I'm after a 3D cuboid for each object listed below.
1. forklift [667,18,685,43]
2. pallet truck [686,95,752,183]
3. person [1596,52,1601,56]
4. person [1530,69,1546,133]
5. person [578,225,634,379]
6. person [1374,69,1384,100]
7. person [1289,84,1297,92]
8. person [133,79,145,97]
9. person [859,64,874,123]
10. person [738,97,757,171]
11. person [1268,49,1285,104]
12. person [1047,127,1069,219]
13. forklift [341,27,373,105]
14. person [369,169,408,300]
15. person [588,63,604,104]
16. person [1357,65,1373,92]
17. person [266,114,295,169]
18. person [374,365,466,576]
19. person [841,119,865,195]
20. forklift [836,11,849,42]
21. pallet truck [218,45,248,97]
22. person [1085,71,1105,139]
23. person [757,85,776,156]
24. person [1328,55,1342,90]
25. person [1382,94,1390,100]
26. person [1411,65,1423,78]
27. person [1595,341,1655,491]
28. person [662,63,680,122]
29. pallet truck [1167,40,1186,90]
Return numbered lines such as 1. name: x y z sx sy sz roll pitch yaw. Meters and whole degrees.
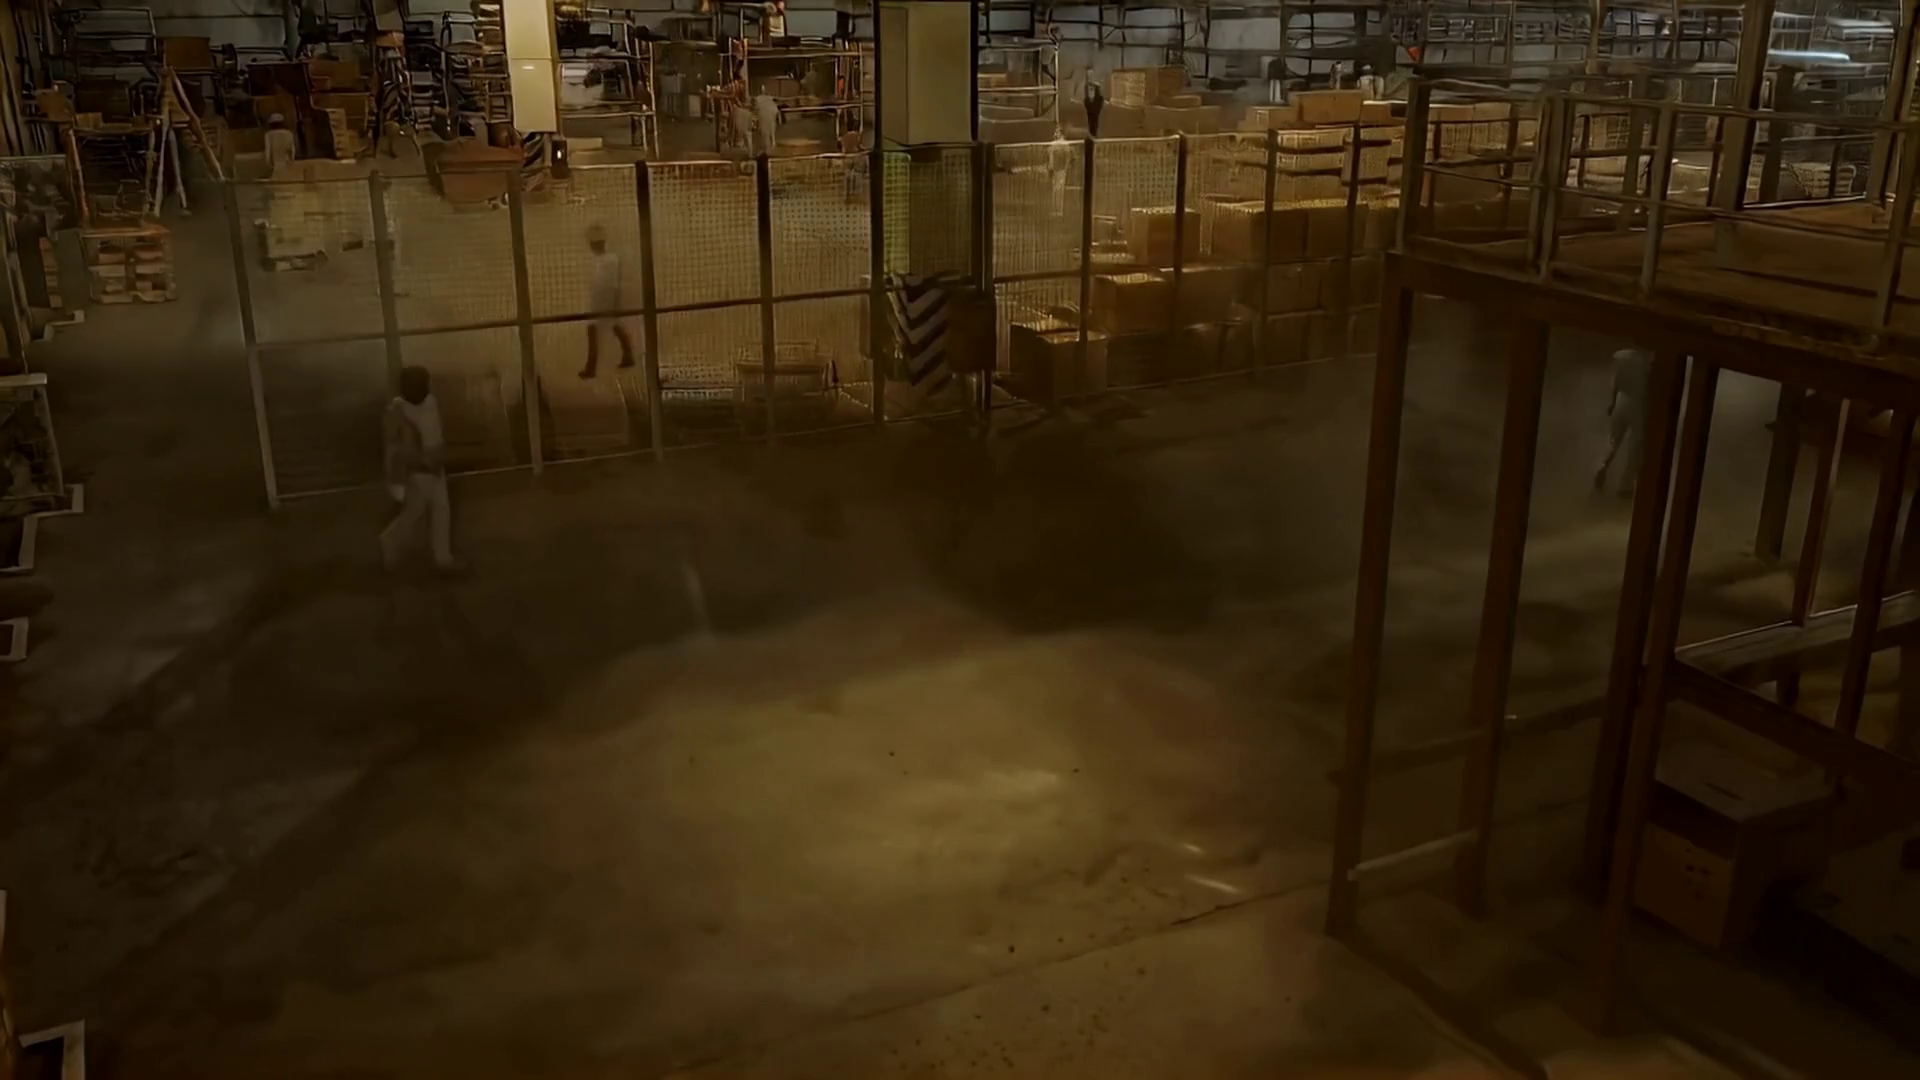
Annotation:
1. forklift: -12.241 -21.122 71.897 1.873 2.768 1.129 -13 23 -34
2. pallet truck: -5.836 -9.608 39.856 0.823 1.965 1.885 10 22 27
3. person: 28.529 -21.467 74.833 0.510 1.609 0.714 -8 21 -23
4. person: 17.873 -13.510 51.260 0.548 1.934 0.375 -3 19 -8
5. person: -4.482 -3.024 20.942 0.560 1.892 0.982 9 21 24
6. person: 14.193 -15.132 56.409 0.310 1.640 0.514 3 19 10
7. person: 9.325 -11.887 46.738 0.986 1.806 0.550 10 21 26
8. person: -25.330 -13.405 51.417 0.517 1.633 0.314 6 20 18
9. person: -3.095 -14.764 54.983 0.636 1.894 1.032 -8 21 -23
10. person: -5.353 -10.203 41.840 0.539 1.826 0.641 -18 26 -42
11. person: 11.851 -17.350 62.298 0.609 1.997 0.375 6 20 16
12. person: 2.005 -7.507 34.004 0.521 1.853 0.355 12 22 31
13. forklift: -22.275 -17.346 60.954 1.873 2.768 1.129 -9 21 -25
14. person: -8.864 -4.712 25.680 0.392 1.986 0.610 -13 23 -33
15. person: -12.838 -16.051 58.699 0.625 1.885 0.610 2 19 6
16. person: 13.068 -14.331 53.637 0.545 1.938 0.361 15 24 37
17. person: -14.836 -8.345 36.373 0.598 1.886 0.964 -4 19 -11
18. person: -4.593 -0.586 13.977 0.719 1.820 0.636 7 20 19
19. person: -2.402 -8.625 37.456 0.539 1.700 0.317 -1 19 -3
20. forklift: -5.854 -25.022 83.204 1.873 2.768 1.129 -9 21 -25
21. pallet truck: -28.879 -18.665 66.111 0.823 1.965 1.885 -3 19 -9
22. person: 3.926 -13.002 49.628 0.535 2.000 0.860 15 24 37
23. person: -5.175 -11.152 44.426 0.379 1.937 0.629 17 25 40
24. person: 13.959 -17.083 61.796 0.581 1.835 1.018 -10 21 -26
25. person: 10.563 -10.135 41.504 0.596 1.916 0.374 4 19 12
26. person: 15.851 -15.669 57.880 0.532 1.696 0.319 -11 22 -29
27. person: 6.494 -1.286 16.143 0.500 1.725 0.594 17 25 40
28. person: -9.510 -14.784 54.976 0.633 1.915 0.598 -10 21 -26
29. pallet truck: 9.045 -19.971 69.895 0.823 1.965 1.885 -3 19 -8
